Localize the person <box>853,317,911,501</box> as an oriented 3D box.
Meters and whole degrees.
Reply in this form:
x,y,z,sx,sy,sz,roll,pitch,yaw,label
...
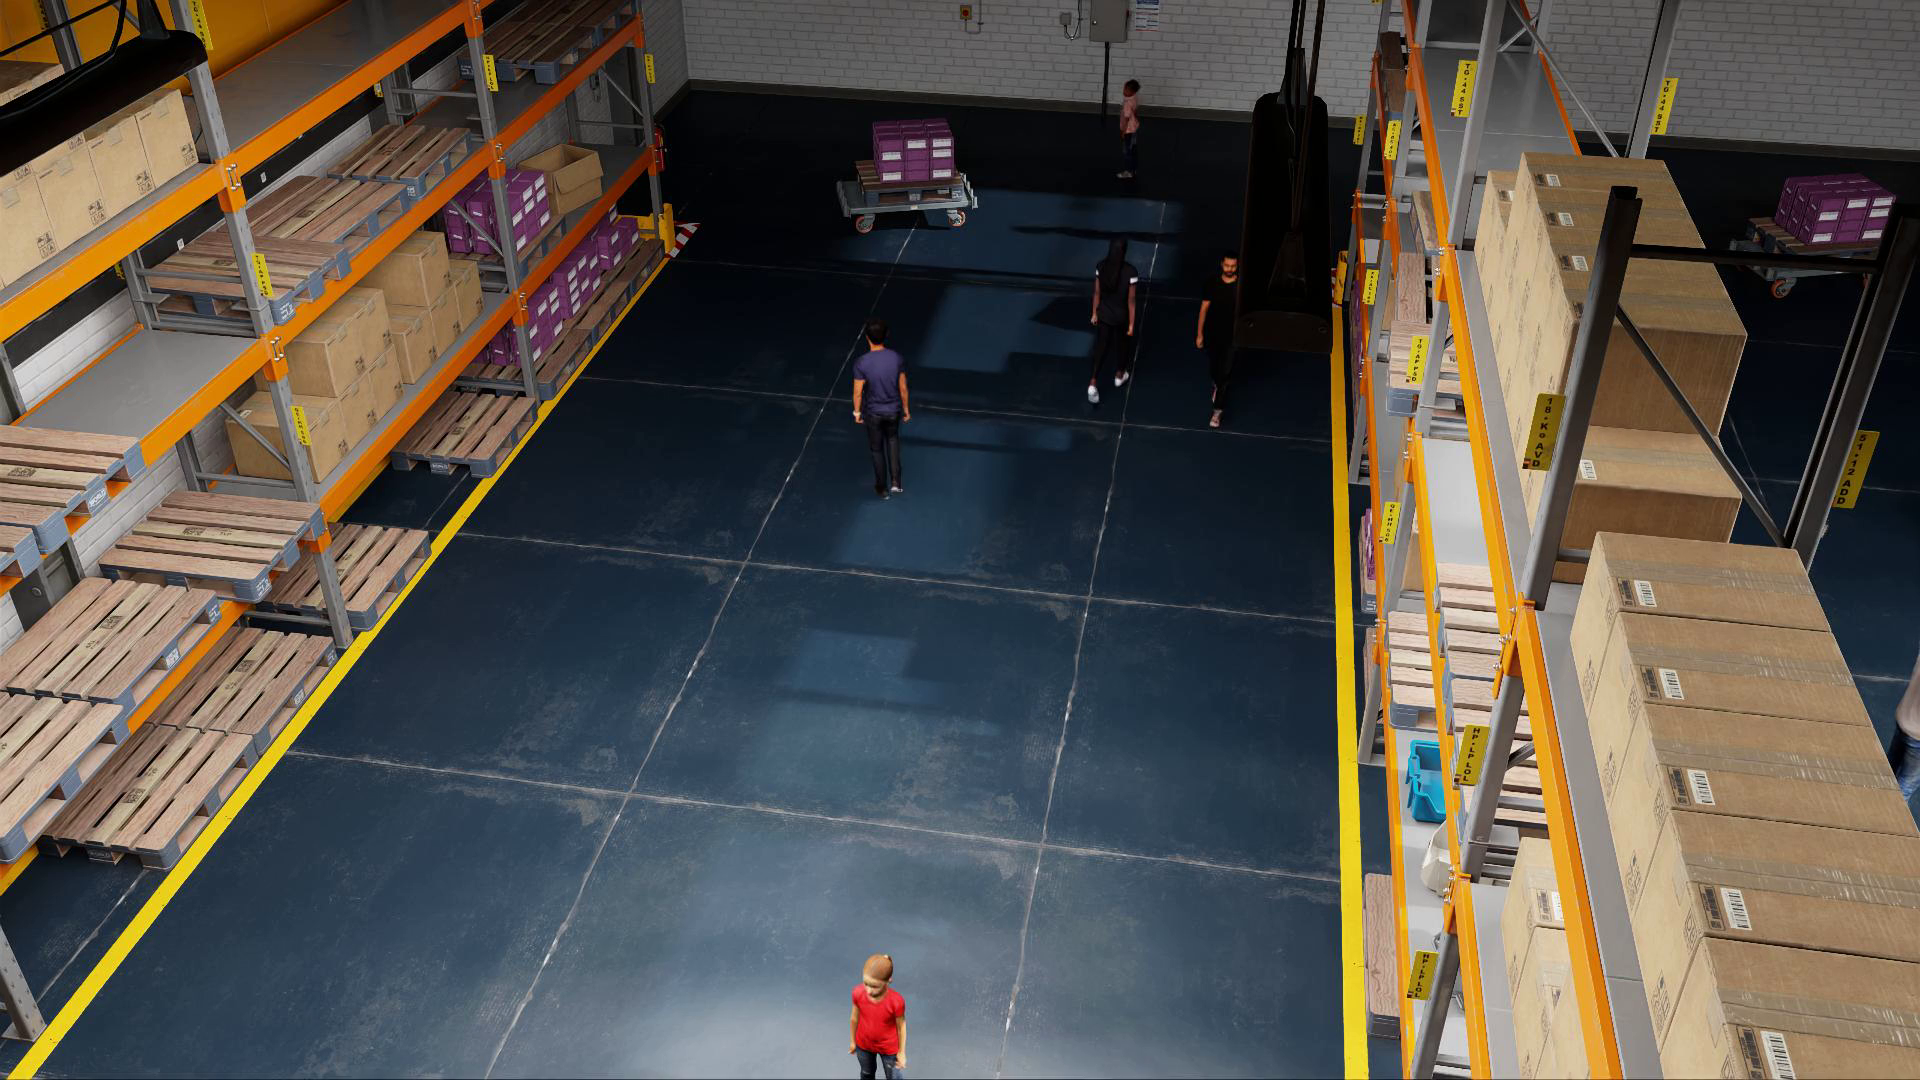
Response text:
x,y,z,sx,sy,sz,roll,pitch,yaw,label
-0.670,-1.112,14.802,0.807,1.784,0.841,-10,35,-14,person

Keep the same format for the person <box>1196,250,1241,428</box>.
x,y,z,sx,sy,sz,roll,pitch,yaw,label
2.576,-2.032,16.249,0.711,1.714,1.173,9,35,13,person

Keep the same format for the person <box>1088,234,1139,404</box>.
x,y,z,sx,sy,sz,roll,pitch,yaw,label
1.489,-2.163,16.460,0.800,1.699,1.187,13,36,19,person

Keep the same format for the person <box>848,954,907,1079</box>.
x,y,z,sx,sy,sz,roll,pitch,yaw,label
-0.452,2.808,9.332,0.509,1.311,0.525,10,35,14,person

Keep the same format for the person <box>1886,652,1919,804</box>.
x,y,z,sx,sy,sz,roll,pitch,yaw,label
6.443,1.248,11.143,0.708,1.903,0.484,5,34,8,person

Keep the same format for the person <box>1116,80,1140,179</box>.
x,y,z,sx,sy,sz,roll,pitch,yaw,label
2.233,-5.378,21.656,0.744,1.301,0.488,20,39,27,person
